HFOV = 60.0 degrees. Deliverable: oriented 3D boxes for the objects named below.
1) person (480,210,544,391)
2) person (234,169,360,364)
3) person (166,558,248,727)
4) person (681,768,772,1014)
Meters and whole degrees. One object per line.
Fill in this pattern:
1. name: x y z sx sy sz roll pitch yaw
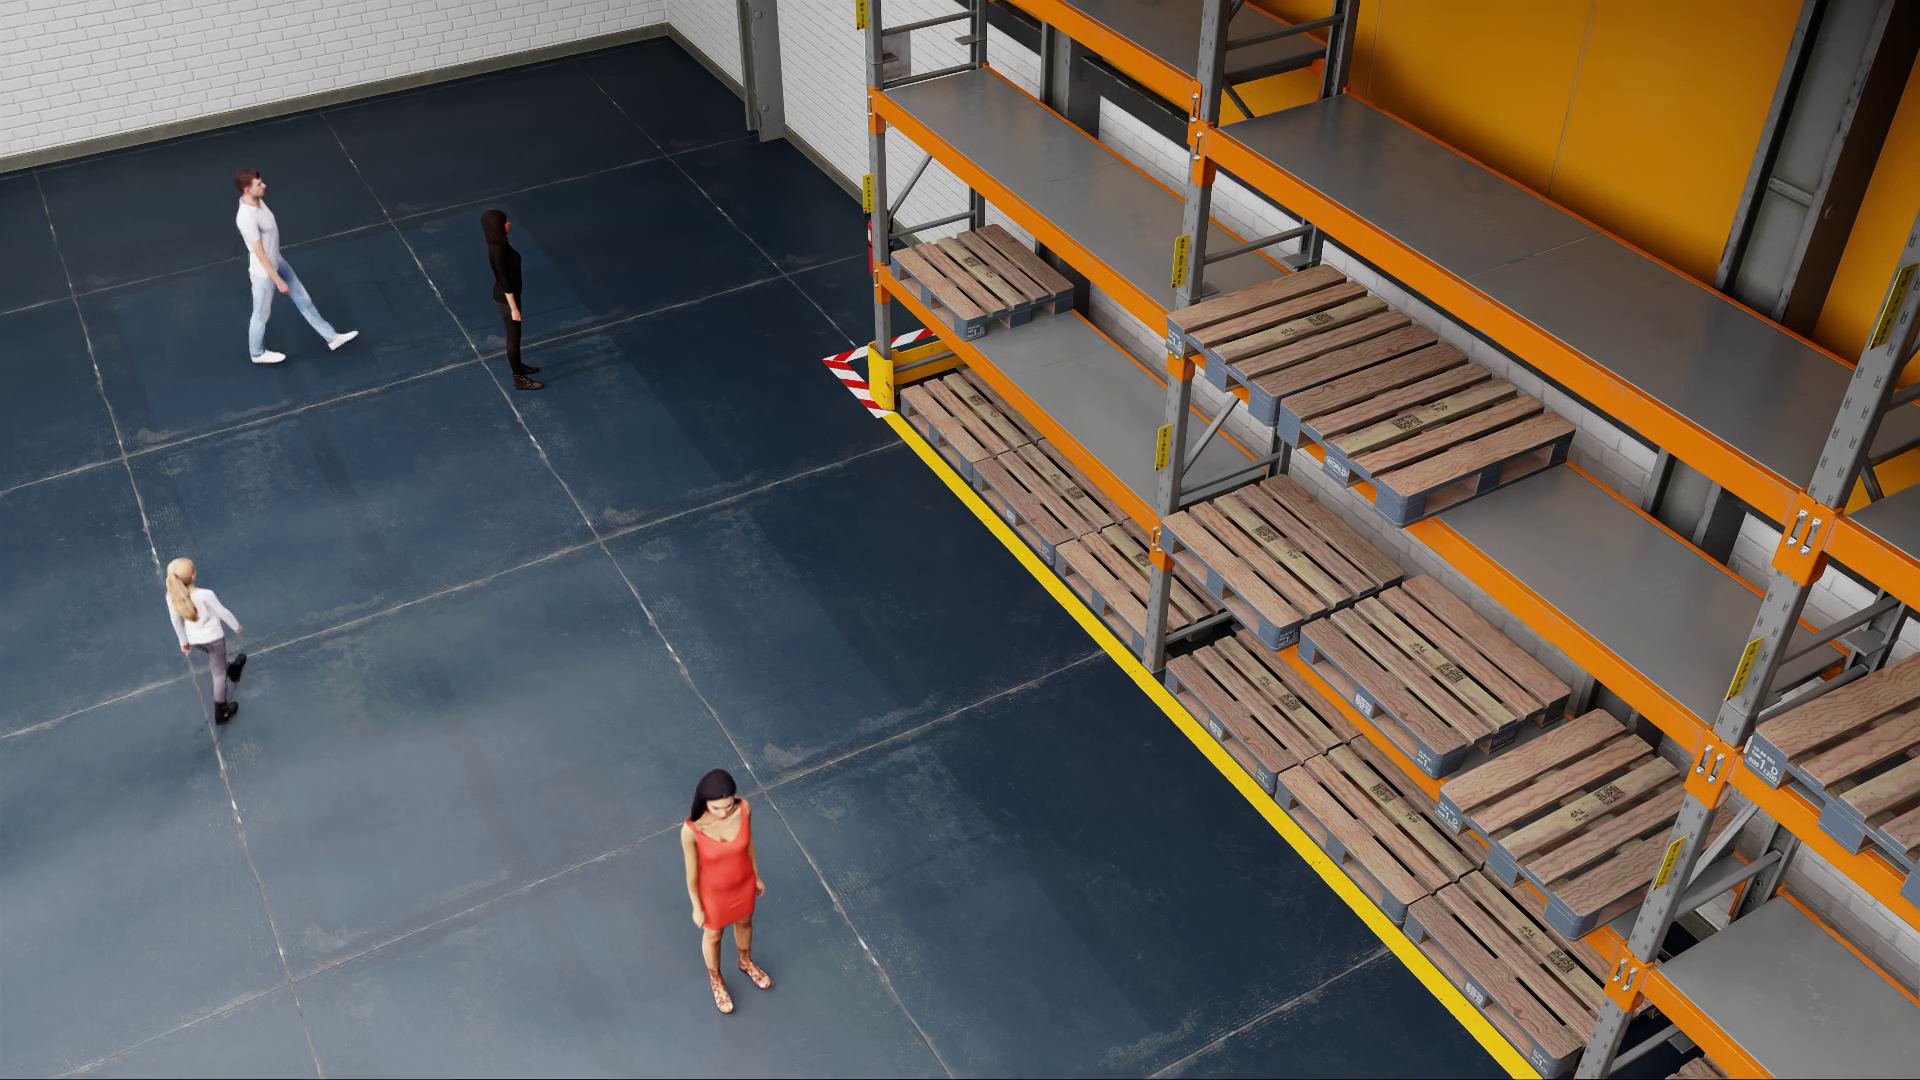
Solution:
1. person: -3.826 -2.043 14.073 0.680 1.640 0.522 -9 40 -11
2. person: -6.018 -2.282 14.247 1.029 1.797 1.203 -6 39 -7
3. person: -4.992 0.690 10.958 0.788 1.257 0.892 6 39 7
4. person: -1.288 1.882 9.093 0.618 1.722 0.564 -26 45 -29
